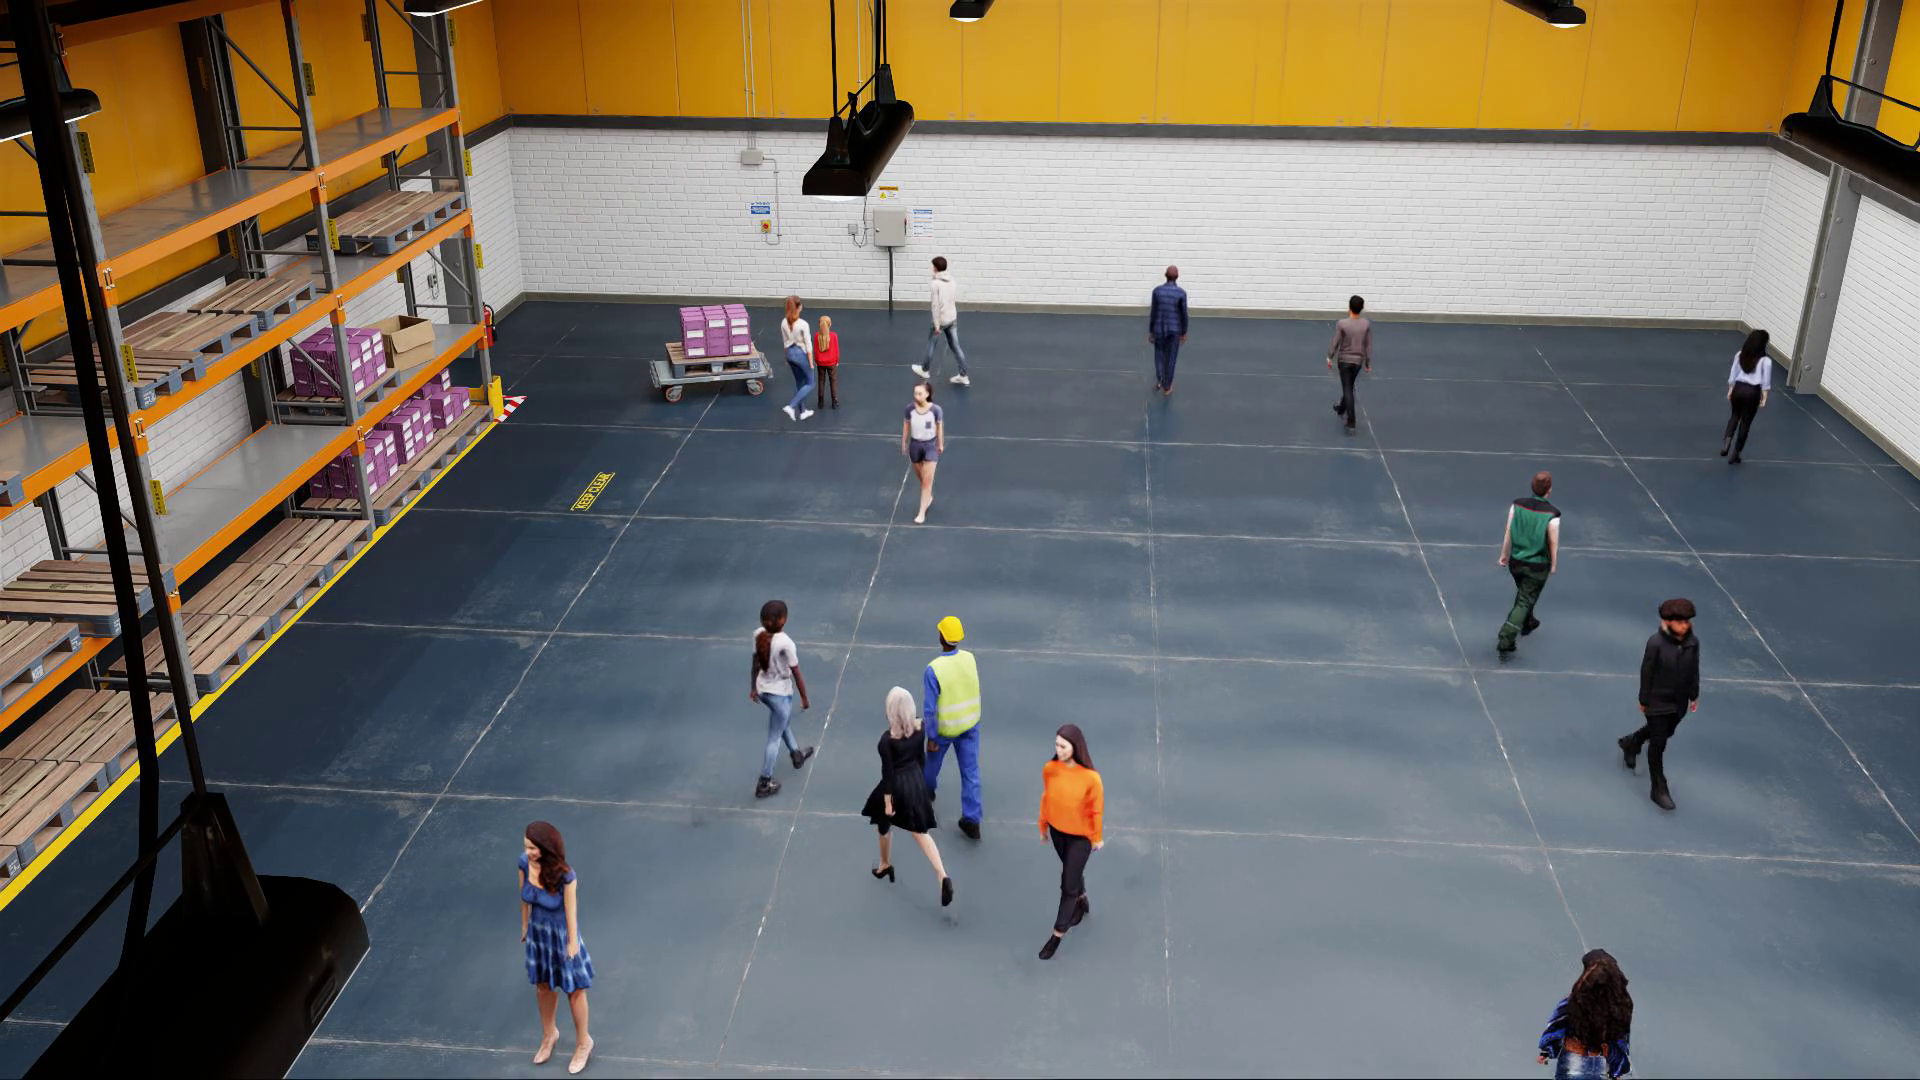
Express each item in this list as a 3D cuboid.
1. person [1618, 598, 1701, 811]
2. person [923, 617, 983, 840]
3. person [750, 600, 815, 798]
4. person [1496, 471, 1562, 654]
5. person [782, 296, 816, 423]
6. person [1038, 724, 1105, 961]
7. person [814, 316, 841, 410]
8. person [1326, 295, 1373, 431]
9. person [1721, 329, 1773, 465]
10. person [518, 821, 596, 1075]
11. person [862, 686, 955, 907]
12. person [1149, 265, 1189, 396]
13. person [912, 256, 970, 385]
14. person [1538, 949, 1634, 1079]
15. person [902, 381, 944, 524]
[{"bbox_3d":[5.742,1.252,13.622,0.863,1.752,1.184,-6,24,-13],"label":"person"},{"bbox_3d":[-0.003,1.501,13.040,1.053,1.762,1.286,-12,26,-25],"label":"person"},{"bbox_3d":[-1.559,1.312,13.559,0.947,1.693,1.082,19,30,36],"label":"person"},{"bbox_3d":[5.401,0.244,15.867,1.218,1.802,1.123,-21,31,-39],"label":"person"},{"bbox_3d":[-2.162,-2.352,21.919,0.882,1.710,1.000,17,29,33],"label":"person"},{"bbox_3d":[0.837,2.055,11.833,0.971,1.714,1.145,16,28,32],"label":"person"},{"bbox_3d":[-1.816,-2.421,22.615,0.493,1.279,0.478,2,24,4],"label":"person"},{"bbox_3d":[5.115,-2.275,21.724,0.861,1.725,1.196,-2,24,-4],"label":"person"},{"bbox_3d":[9.635,-1.737,20.482,0.877,1.735,0.820,-20,31,-38],"label":"person"},{"bbox_3d":[-2.558,2.568,10.546,0.753,1.805,0.726,12,26,25],"label":"person"},{"bbox_3d":[-0.354,1.906,12.175,1.084,1.713,1.108,-20,31,-38],"label":"person"},{"bbox_3d":[2.868,-2.883,23.021,0.749,1.801,0.853,6,24,13],"label":"person"},{"bbox_3d":[-0.155,-3.043,23.382,1.203,1.805,1.244,19,30,37],"label":"person"},{"bbox_3d":[3.613,3.110,9.578,0.684,1.587,0.974,0,24,1],"label":"person"},{"bbox_3d":[-0.393,-1.040,19.052,0.791,1.603,1.111,8,25,18],"label":"person"}]
